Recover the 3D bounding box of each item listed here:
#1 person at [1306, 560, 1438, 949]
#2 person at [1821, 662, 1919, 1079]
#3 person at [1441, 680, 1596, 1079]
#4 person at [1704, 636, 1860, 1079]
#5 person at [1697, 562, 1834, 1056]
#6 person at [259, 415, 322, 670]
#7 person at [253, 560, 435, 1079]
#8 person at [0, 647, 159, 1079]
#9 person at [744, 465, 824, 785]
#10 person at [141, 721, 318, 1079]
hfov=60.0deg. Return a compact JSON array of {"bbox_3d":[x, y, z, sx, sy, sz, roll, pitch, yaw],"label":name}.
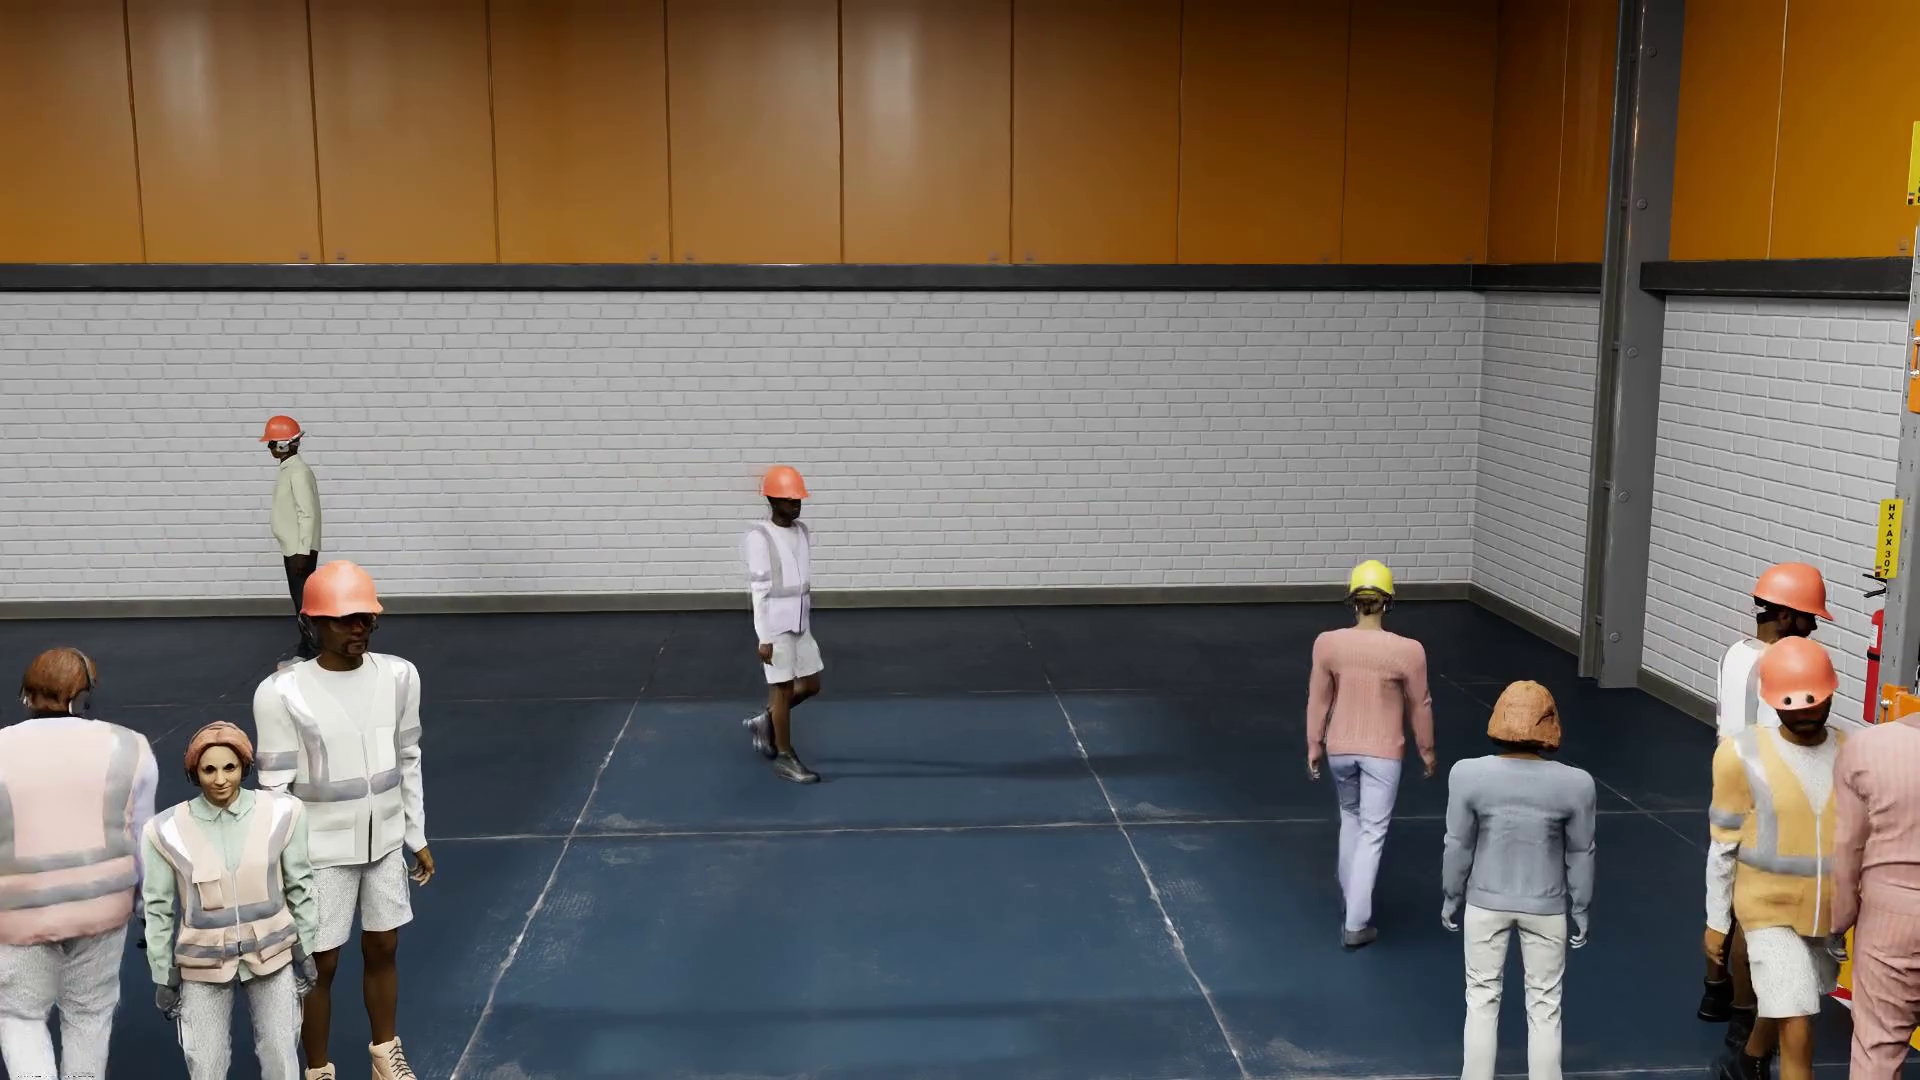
[{"bbox_3d":[1.900,0.959,7.639,0.538,1.741,0.704,7,11,36],"label":"person"},{"bbox_3d":[3.130,1.242,5.341,0.655,1.906,0.407,5,11,31],"label":"person"},{"bbox_3d":[1.955,1.296,5.853,0.507,1.631,0.280,3,9,18],"label":"person"},{"bbox_3d":[2.794,1.219,5.585,0.612,1.885,0.975,0,9,1],"label":"person"},{"bbox_3d":[3.173,1.039,6.546,0.374,1.928,0.542,1,9,3],"label":"person"},{"bbox_3d":[-5.010,0.054,12.528,0.392,1.989,0.617,-5,10,-29],"label":"person"},{"bbox_3d":[-2.157,1.081,5.909,0.365,2.048,0.607,8,12,41],"label":"person"},{"bbox_3d":[-2.977,1.269,5.522,0.647,1.808,0.549,-6,11,-33],"label":"person"},{"bbox_3d":[-1.079,0.500,9.973,0.544,1.923,0.548,6,11,35],"label":"person"},{"bbox_3d":[-2.337,1.376,5.367,0.509,1.629,0.316,-5,10,-28],"label":"person"}]
